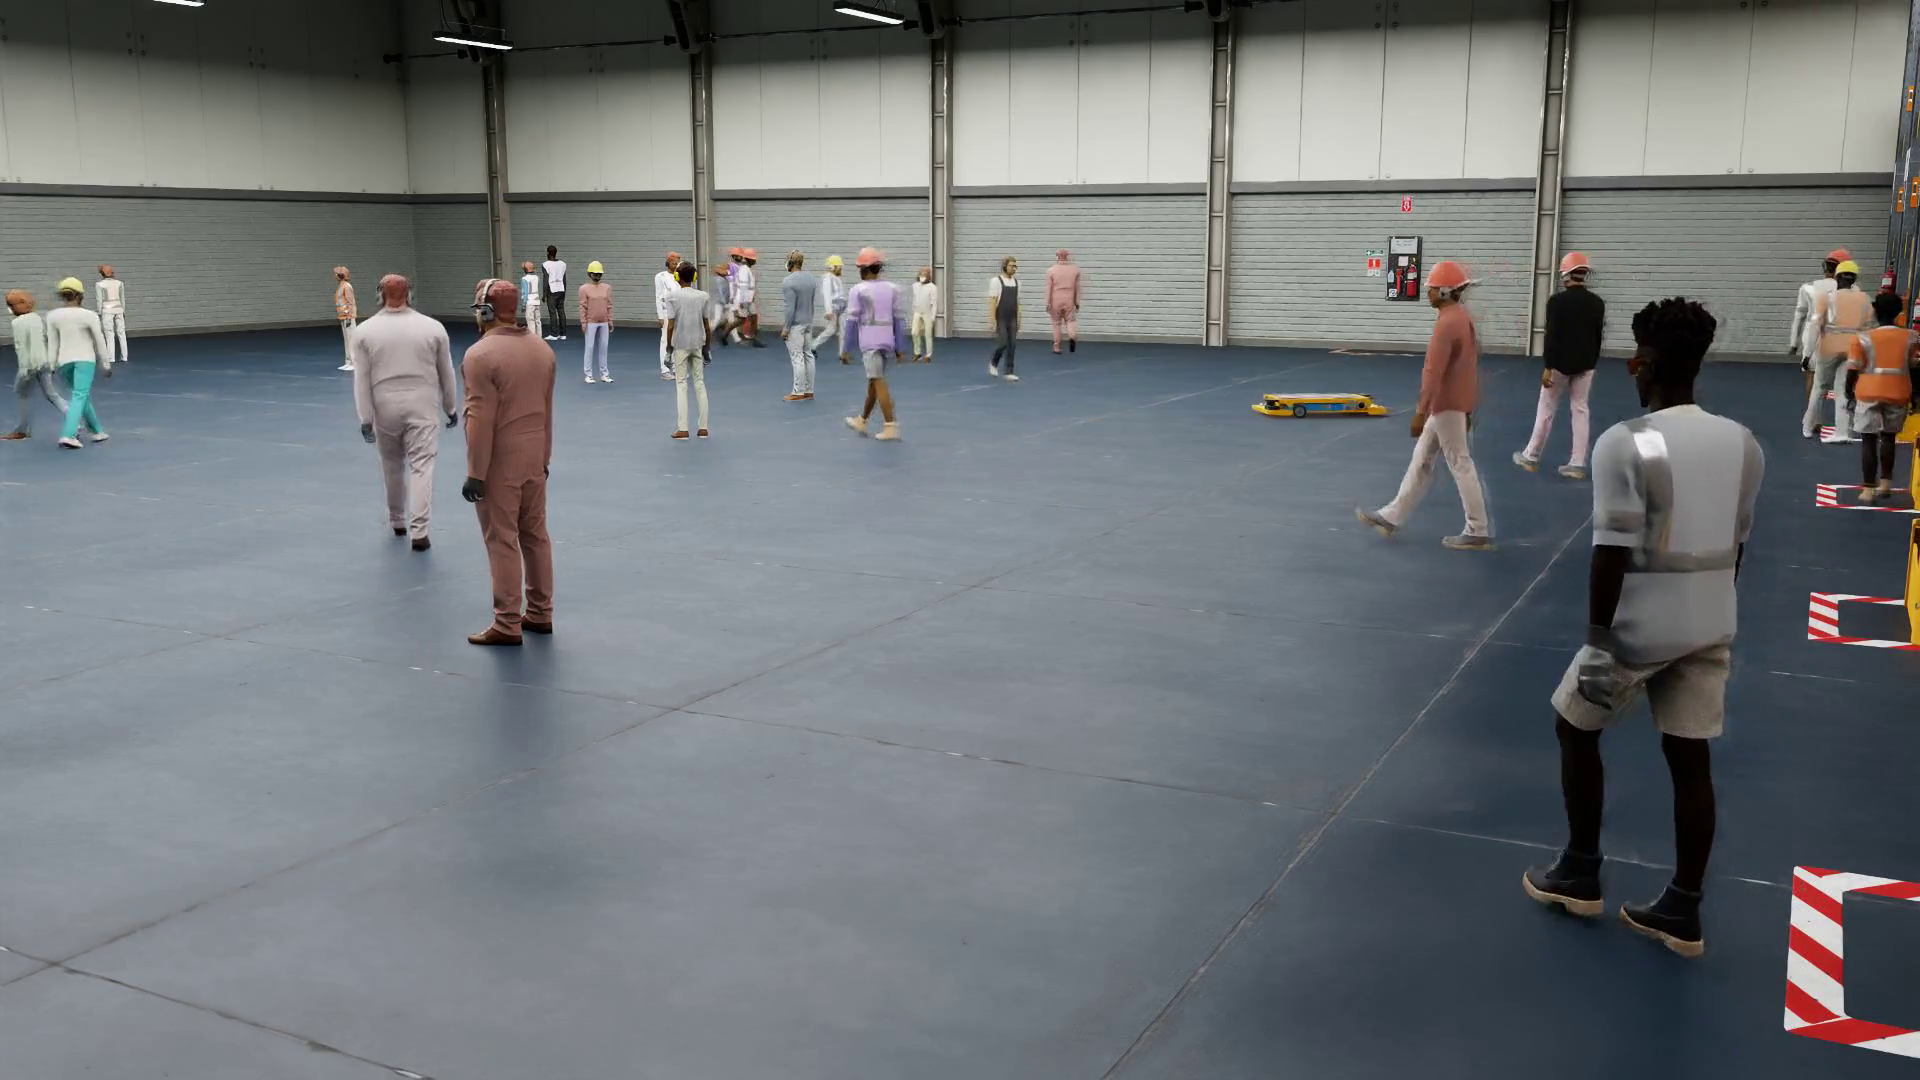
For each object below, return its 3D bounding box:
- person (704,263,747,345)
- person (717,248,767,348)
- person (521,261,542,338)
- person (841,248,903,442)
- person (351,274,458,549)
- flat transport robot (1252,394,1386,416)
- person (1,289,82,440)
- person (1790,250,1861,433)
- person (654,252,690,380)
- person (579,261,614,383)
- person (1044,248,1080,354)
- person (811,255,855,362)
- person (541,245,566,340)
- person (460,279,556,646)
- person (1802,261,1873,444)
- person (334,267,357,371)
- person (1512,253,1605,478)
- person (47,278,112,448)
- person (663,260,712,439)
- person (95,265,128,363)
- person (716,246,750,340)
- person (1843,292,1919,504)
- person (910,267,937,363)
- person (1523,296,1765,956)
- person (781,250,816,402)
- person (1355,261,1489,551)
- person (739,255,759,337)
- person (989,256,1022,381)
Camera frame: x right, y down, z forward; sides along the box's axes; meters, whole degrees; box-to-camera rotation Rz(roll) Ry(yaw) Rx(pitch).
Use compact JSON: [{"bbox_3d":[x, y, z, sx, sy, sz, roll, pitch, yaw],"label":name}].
[{"bbox_3d":[-4.582,-4.555,32.183,0.825,1.594,0.505,4,11,18],"label":"person"},{"bbox_3d":[-4.135,-4.579,31.516,0.832,1.901,0.586,2,11,10],"label":"person"},{"bbox_3d":[-8.064,-4.408,31.265,0.310,1.640,0.514,3,11,18],"label":"person"},{"bbox_3d":[-0.962,-2.040,17.395,0.630,1.985,1.032,-10,14,-44],"label":"person"},{"bbox_3d":[-3.828,-0.897,11.515,0.658,1.854,0.982,-3,11,-16],"label":"person"},{"bbox_3d":[4.260,-1.618,19.787,1.431,0.197,0.652,-1,10,-6],"label":"flat transport robot"},{"bbox_3d":[-9.585,-1.817,17.261,0.843,1.581,0.531,0,10,2],"label":"person"},{"bbox_3d":[9.390,-2.157,18.096,0.640,1.983,1.005,6,12,31],"label":"person"},{"bbox_3d":[-4.262,-3.323,24.671,0.356,1.887,0.572,7,13,35],"label":"person"},{"bbox_3d":[-5.247,-3.143,24.046,0.518,1.756,0.343,-10,14,-42],"label":"person"},{"bbox_3d":[1.826,-4.256,29.725,0.669,1.892,0.548,-2,11,-13],"label":"person"},{"bbox_3d":[-2.181,-3.908,28.089,0.760,1.805,0.597,3,11,18],"label":"person"},{"bbox_3d":[-8.299,-5.058,34.045,0.392,1.920,0.593,7,13,34],"label":"person"},{"bbox_3d":[-2.384,-0.403,8.702,0.408,1.905,0.653,4,11,22],"label":"person"},{"bbox_3d":[9.011,-1.928,17.131,0.677,1.862,0.857,1,10,3],"label":"person"},{"bbox_3d":[-9.684,-3.488,26.258,0.315,1.636,0.515,-6,12,-30],"label":"person"},{"bbox_3d":[5.369,-1.562,14.835,0.656,1.966,0.808,-3,11,-16],"label":"person"},{"bbox_3d":[-8.928,-1.793,16.836,0.548,1.710,0.957,0,10,2],"label":"person"},{"bbox_3d":[-2.862,-1.988,17.441,0.536,1.869,0.314,-7,12,-32],"label":"person"},{"bbox_3d":[-14.231,-3.789,27.896,0.307,1.638,0.512,6,12,28],"label":"person"},{"bbox_3d":[-4.588,-4.994,33.717,0.579,1.923,0.545,3,11,18],"label":"person"},{"bbox_3d":[7.350,-1.136,13.295,0.550,1.675,0.531,2,11,13],"label":"person"},{"bbox_3d":[-0.589,-3.741,27.722,0.522,1.595,0.483,6,12,28],"label":"person"},{"bbox_3d":[2.058,0.240,5.068,0.647,1.939,0.734,-4,11,-19],"label":"person"},{"bbox_3d":[-2.081,-2.736,21.331,0.371,1.940,0.627,5,12,27],"label":"person"},{"bbox_3d":[3.211,-0.916,11.373,0.990,1.942,0.647,5,12,28],"label":"person"},{"bbox_3d":[-4.432,-5.032,34.356,0.390,1.750,0.541,6,12,30],"label":"person"},{"bbox_3d":[0.671,-3.238,24.369,0.533,1.827,0.454,-7,13,-35],"label":"person"}]
